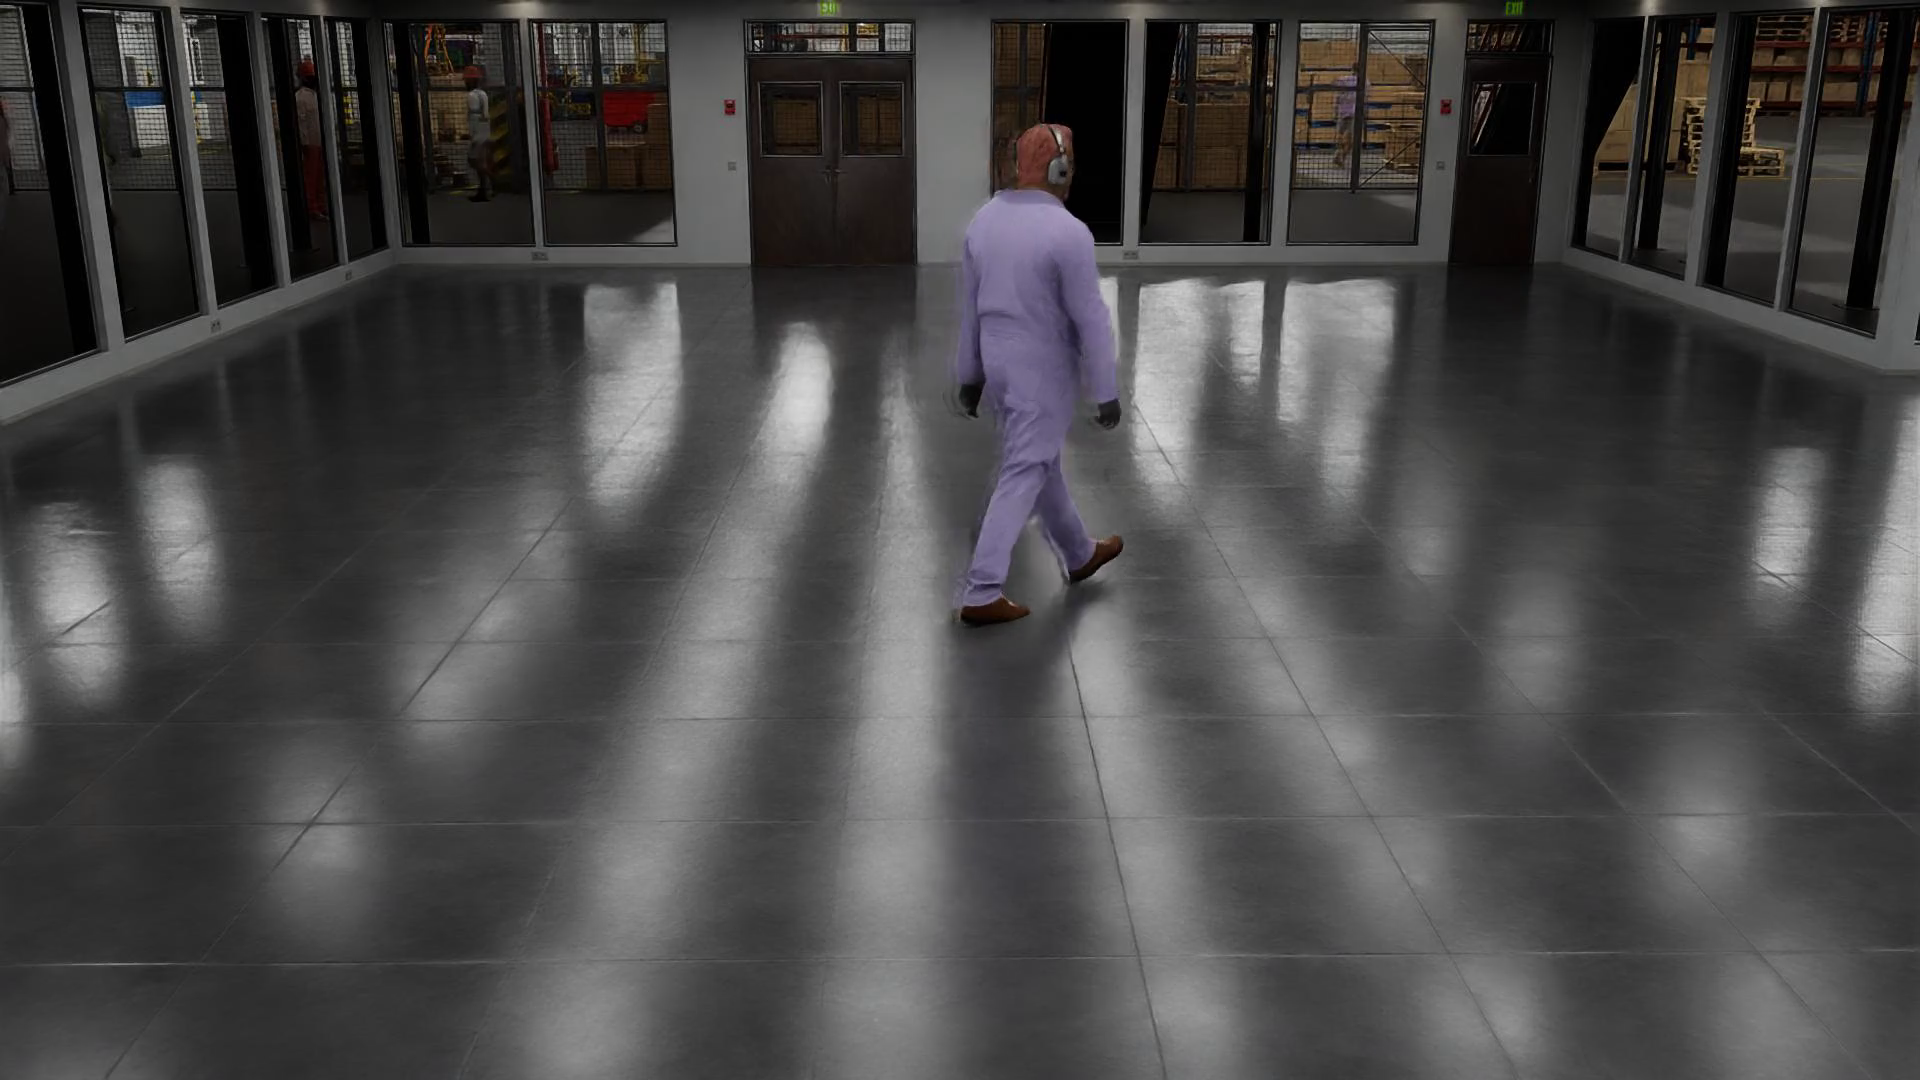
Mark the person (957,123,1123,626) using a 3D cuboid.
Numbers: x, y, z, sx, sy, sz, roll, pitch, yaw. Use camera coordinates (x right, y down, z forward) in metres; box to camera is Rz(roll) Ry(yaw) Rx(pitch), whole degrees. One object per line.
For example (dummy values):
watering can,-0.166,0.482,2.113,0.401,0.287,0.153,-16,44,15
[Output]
person,0.340,-0.631,6.352,0.995,1.854,0.661,-11,20,-34
